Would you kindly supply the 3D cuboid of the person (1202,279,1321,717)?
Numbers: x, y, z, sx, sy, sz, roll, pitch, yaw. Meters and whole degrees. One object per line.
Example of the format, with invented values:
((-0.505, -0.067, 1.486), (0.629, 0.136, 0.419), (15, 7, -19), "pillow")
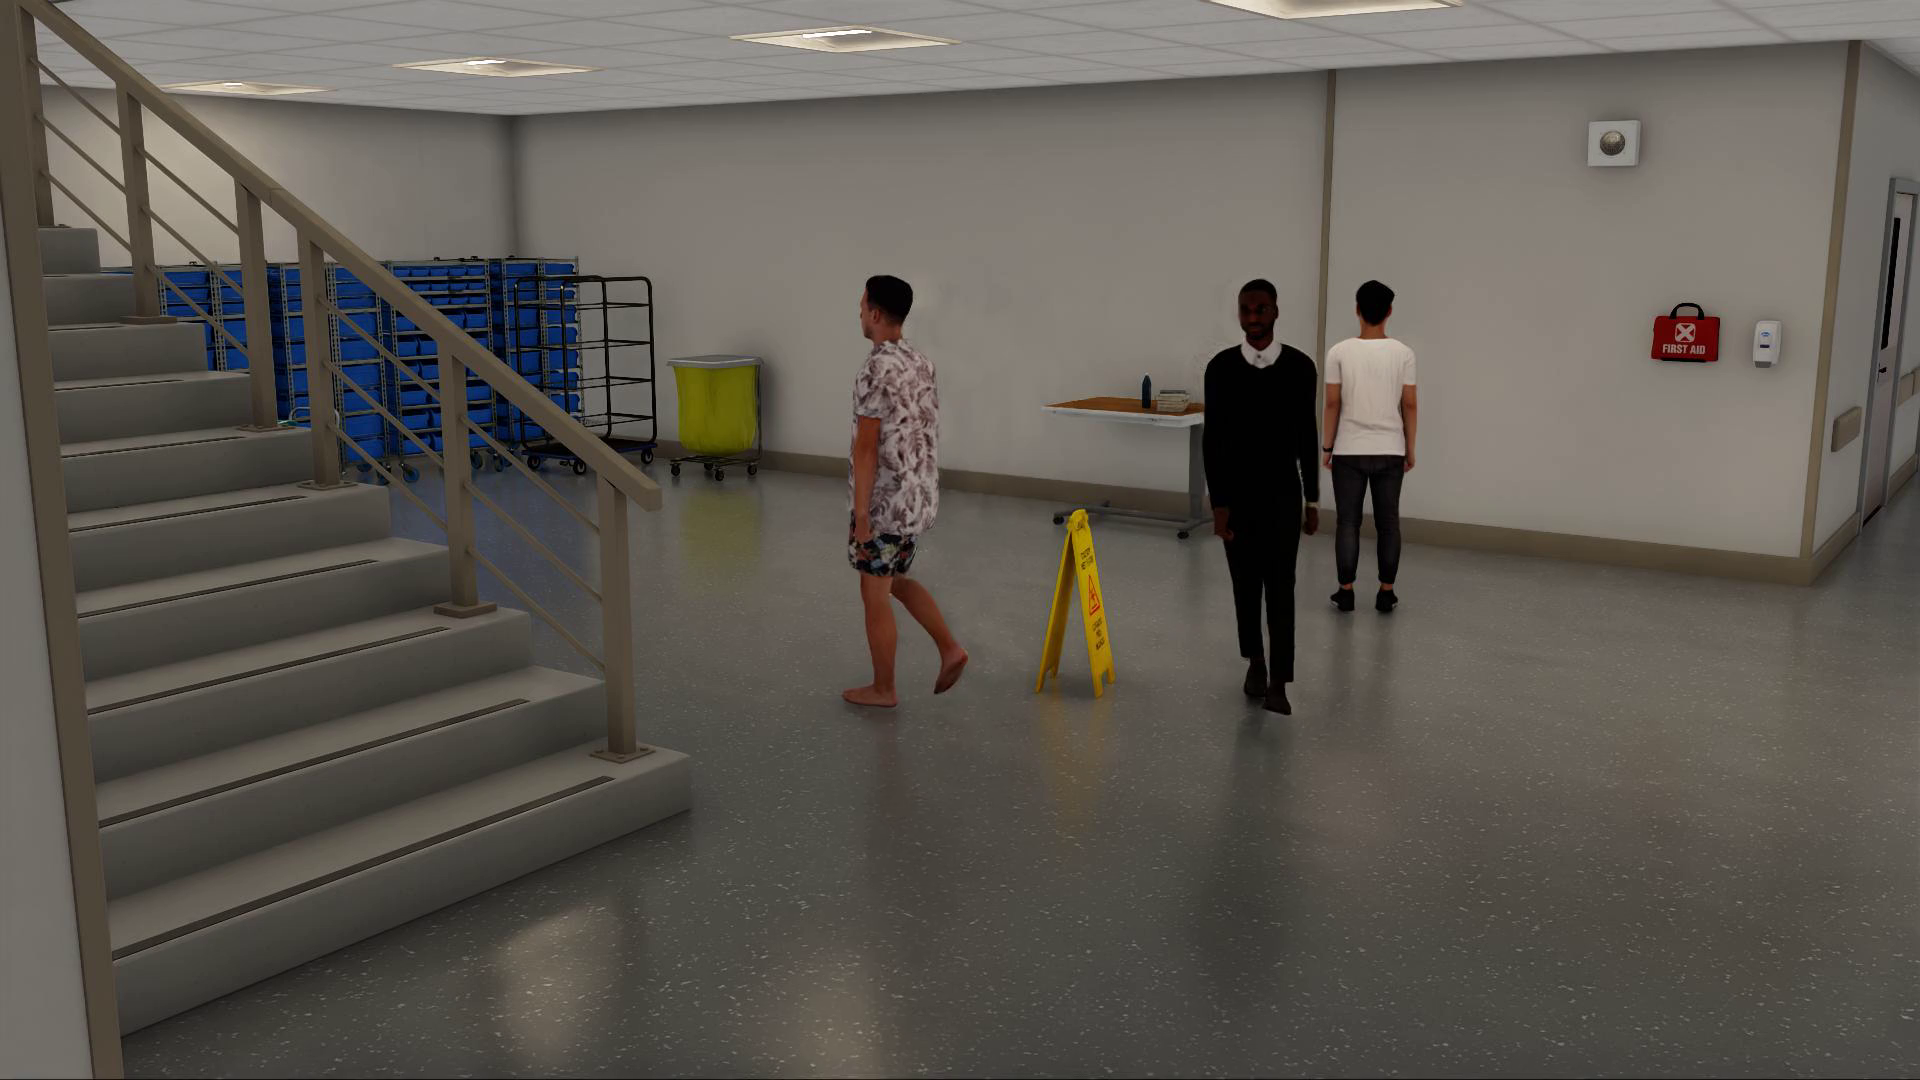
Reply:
((1.249, -0.186, 7.032), (1.110, 1.770, 1.012), (1, 11, 7), "person")

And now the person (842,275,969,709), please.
((-0.209, -0.174, 6.875), (0.786, 1.805, 0.686), (7, 13, 32), "person")

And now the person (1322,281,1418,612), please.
((2.135, -0.493, 8.703), (0.621, 1.720, 0.761), (2, 11, 9), "person")
